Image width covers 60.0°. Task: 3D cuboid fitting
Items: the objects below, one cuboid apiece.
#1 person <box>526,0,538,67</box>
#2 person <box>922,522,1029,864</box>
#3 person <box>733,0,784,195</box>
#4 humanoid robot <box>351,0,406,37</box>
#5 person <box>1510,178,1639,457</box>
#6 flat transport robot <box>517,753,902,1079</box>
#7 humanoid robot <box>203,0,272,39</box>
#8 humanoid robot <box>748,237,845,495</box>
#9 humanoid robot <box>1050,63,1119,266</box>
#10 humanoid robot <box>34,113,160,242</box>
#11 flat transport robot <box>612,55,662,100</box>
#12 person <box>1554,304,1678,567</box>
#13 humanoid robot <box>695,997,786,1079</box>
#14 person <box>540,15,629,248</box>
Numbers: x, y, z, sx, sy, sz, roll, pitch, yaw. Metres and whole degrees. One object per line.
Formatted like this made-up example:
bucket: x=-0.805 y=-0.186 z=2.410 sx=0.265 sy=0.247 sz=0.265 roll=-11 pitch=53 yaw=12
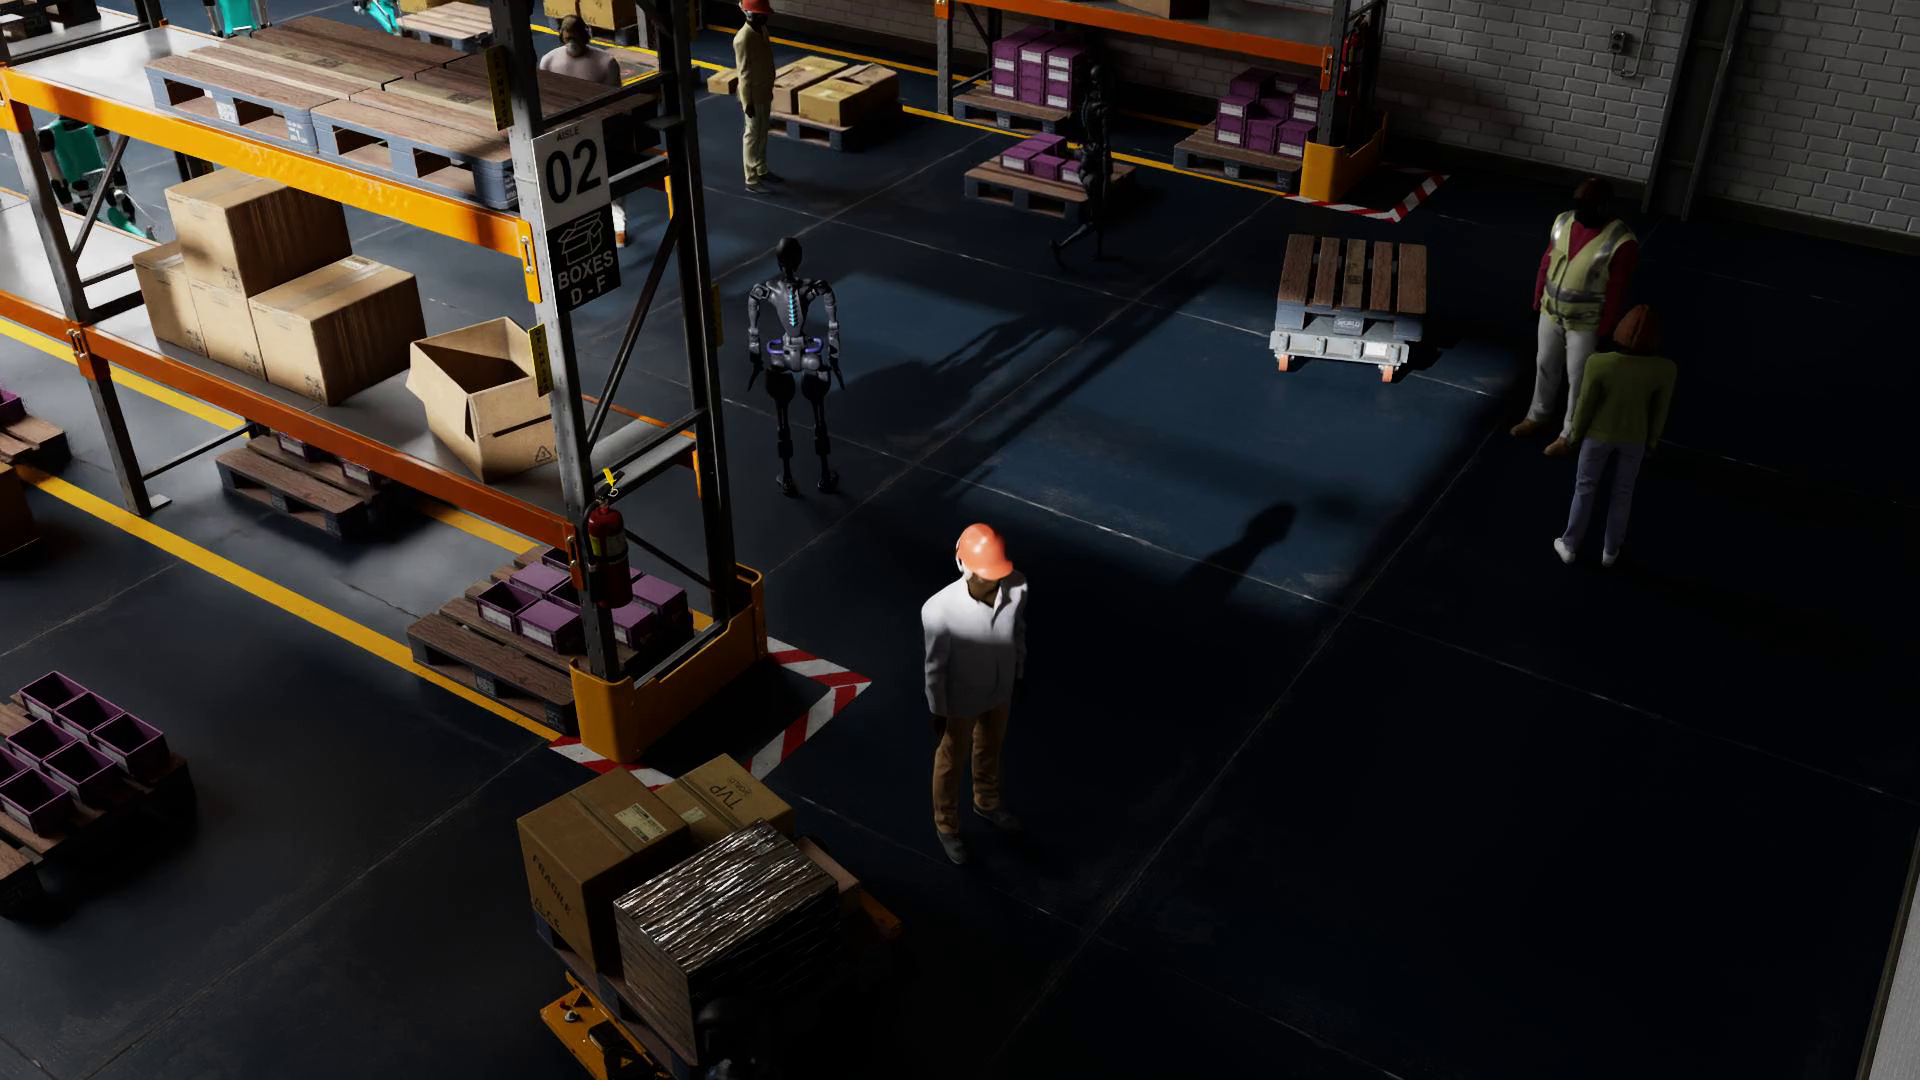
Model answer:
person: x=-3.970 y=-4.278 z=14.921 sx=0.436 sy=1.942 sz=0.487 roll=4 pitch=33 yaw=6
person: x=0.096 y=0.669 z=7.482 sx=0.563 sy=1.752 sz=0.338 roll=-23 pitch=39 yaw=-31
person: x=-1.747 y=-3.921 z=14.539 sx=0.344 sy=1.746 sz=0.572 roll=8 pitch=34 yaw=11
humanoid robot: x=-5.935 y=-5.566 z=17.084 sx=0.935 sy=1.755 sz=0.546 roll=23 pitch=40 yaw=31
person: x=3.918 y=-1.434 z=10.648 sx=0.429 sy=1.832 sz=0.633 roll=-20 pitch=38 yaw=-28
flat transport robot: x=-0.999 y=1.806 z=7.097 sx=1.431 sy=0.231 sz=0.659 roll=-26 pitch=41 yaw=-34
humanoid robot: x=-6.389 y=-4.295 z=15.010 sx=0.533 sy=1.673 sz=0.735 roll=-16 pitch=36 yaw=-23
humanoid robot: x=-1.014 y=-1.065 z=10.205 sx=0.599 sy=1.657 sz=0.315 roll=-3 pitch=33 yaw=-5
humanoid robot: x=1.004 y=-2.952 z=13.137 sx=0.629 sy=1.639 sz=0.589 roll=-6 pitch=34 yaw=-10
humanoid robot: x=-6.109 y=-2.318 z=12.138 sx=1.029 sy=1.760 sz=0.545 roll=19 pitch=38 yaw=27
flat transport robot: x=-3.613 y=-4.778 z=17.216 sx=1.431 sy=0.231 sz=0.659 roll=22 pitch=39 yaw=30
person: x=3.743 y=-0.582 z=9.514 sx=0.506 sy=1.632 sz=0.279 roll=6 pitch=34 yaw=9
humanoid robot: x=-0.649 y=2.092 z=5.374 sx=0.309 sy=1.649 sz=0.609 roll=5 pitch=33 yaw=7
person: x=-2.995 y=-3.272 z=13.394 sx=0.641 sy=1.927 sz=0.391 roll=2 pitch=33 yaw=3
